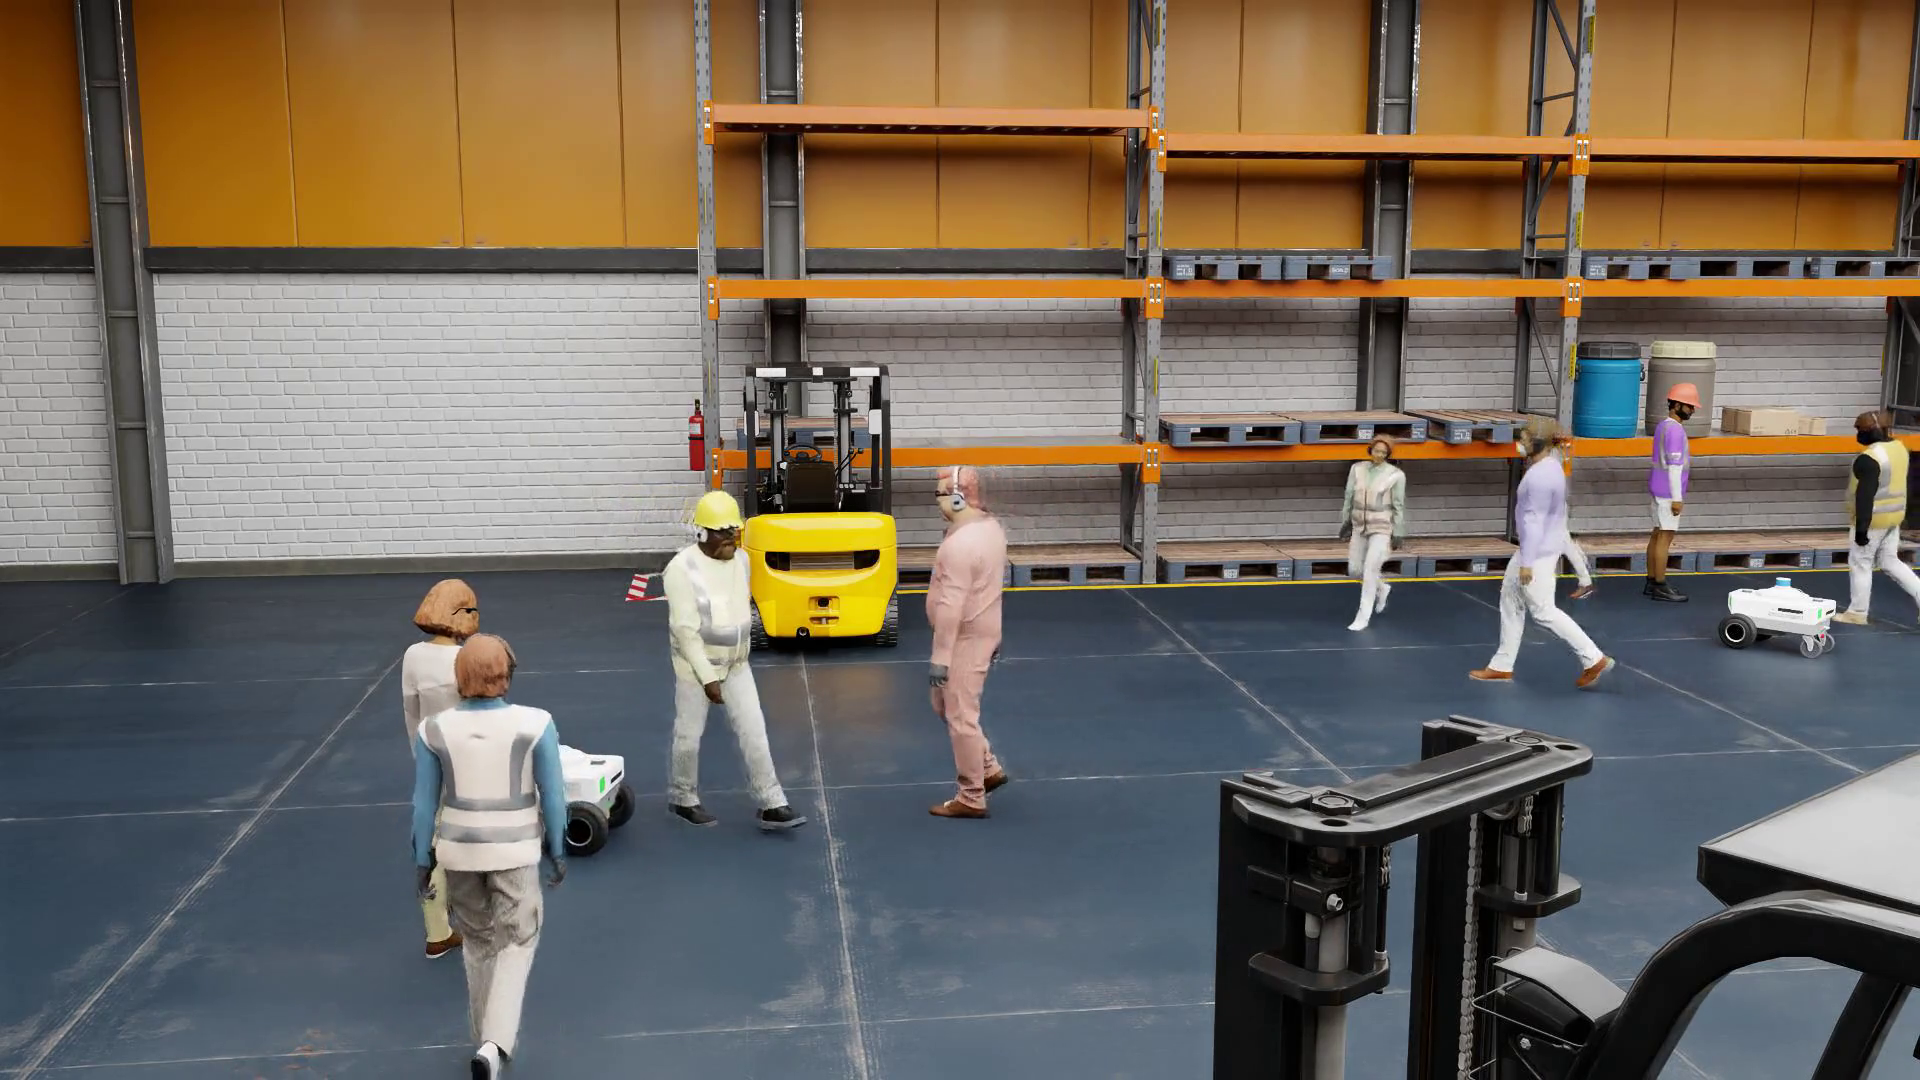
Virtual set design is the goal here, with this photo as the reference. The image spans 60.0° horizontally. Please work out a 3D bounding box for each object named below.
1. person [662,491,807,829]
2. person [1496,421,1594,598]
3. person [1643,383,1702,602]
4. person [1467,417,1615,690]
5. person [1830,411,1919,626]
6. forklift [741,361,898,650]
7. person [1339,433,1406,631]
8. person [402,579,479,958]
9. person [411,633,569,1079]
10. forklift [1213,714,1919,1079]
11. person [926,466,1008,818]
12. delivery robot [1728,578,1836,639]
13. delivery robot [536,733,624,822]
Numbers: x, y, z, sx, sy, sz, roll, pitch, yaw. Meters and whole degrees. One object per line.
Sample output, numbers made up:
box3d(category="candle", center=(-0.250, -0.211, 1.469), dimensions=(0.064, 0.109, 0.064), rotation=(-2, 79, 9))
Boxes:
box3d(category="person", center=(-1.183, 0.643, 8.479), dimensions=(0.884, 1.787, 0.595), rotation=(7, 12, 39))
box3d(category="person", center=(5.288, -0.268, 14.843), dimensions=(0.831, 1.578, 0.569), rotation=(3, 10, 18))
box3d(category="person", center=(6.299, -0.421, 14.708), dimensions=(0.384, 1.927, 0.544), rotation=(2, 9, 12))
box3d(category="person", center=(4.067, 0.105, 11.514), dimensions=(0.910, 1.911, 0.641), rotation=(3, 10, 20))
box3d(category="person", center=(7.486, -0.145, 13.434), dimensions=(0.656, 1.800, 0.753), rotation=(-6, 11, -34))
box3d(category="forklift", center=(-1.154, -0.340, 13.365), dimensions=(1.214, 2.155, 2.313), rotation=(-1, 9, -7))
box3d(category="person", center=(3.392, -0.079, 13.522), dimensions=(0.589, 1.612, 0.533), rotation=(-8, 12, -41))
box3d(category="person", center=(-2.100, 0.969, 6.942), dimensions=(0.497, 1.632, 0.289), rotation=(5, 11, 31))
box3d(category="person", center=(-1.672, 1.146, 5.856), dimensions=(0.542, 1.616, 0.643), rotation=(0, 9, 0))
box3d(category="forklift", center=(1.441, 1.425, 2.350), dimensions=(1.214, 2.155, 2.313), rotation=(-7, 12, -39))
box3d(category="person", center=(-0.005, 0.548, 8.773), dimensions=(0.435, 1.886, 0.665), rotation=(2, 9, 14))
box3d(category="delivery robot", center=(6.289, 0.532, 12.734), dimensions=(0.477, 0.478, 0.707), rotation=(-9, 13, -44))
box3d(category="delivery robot", center=(-2.084, 1.219, 8.442), dimensions=(0.707, 0.478, 0.477), rotation=(1, 9, 7))
